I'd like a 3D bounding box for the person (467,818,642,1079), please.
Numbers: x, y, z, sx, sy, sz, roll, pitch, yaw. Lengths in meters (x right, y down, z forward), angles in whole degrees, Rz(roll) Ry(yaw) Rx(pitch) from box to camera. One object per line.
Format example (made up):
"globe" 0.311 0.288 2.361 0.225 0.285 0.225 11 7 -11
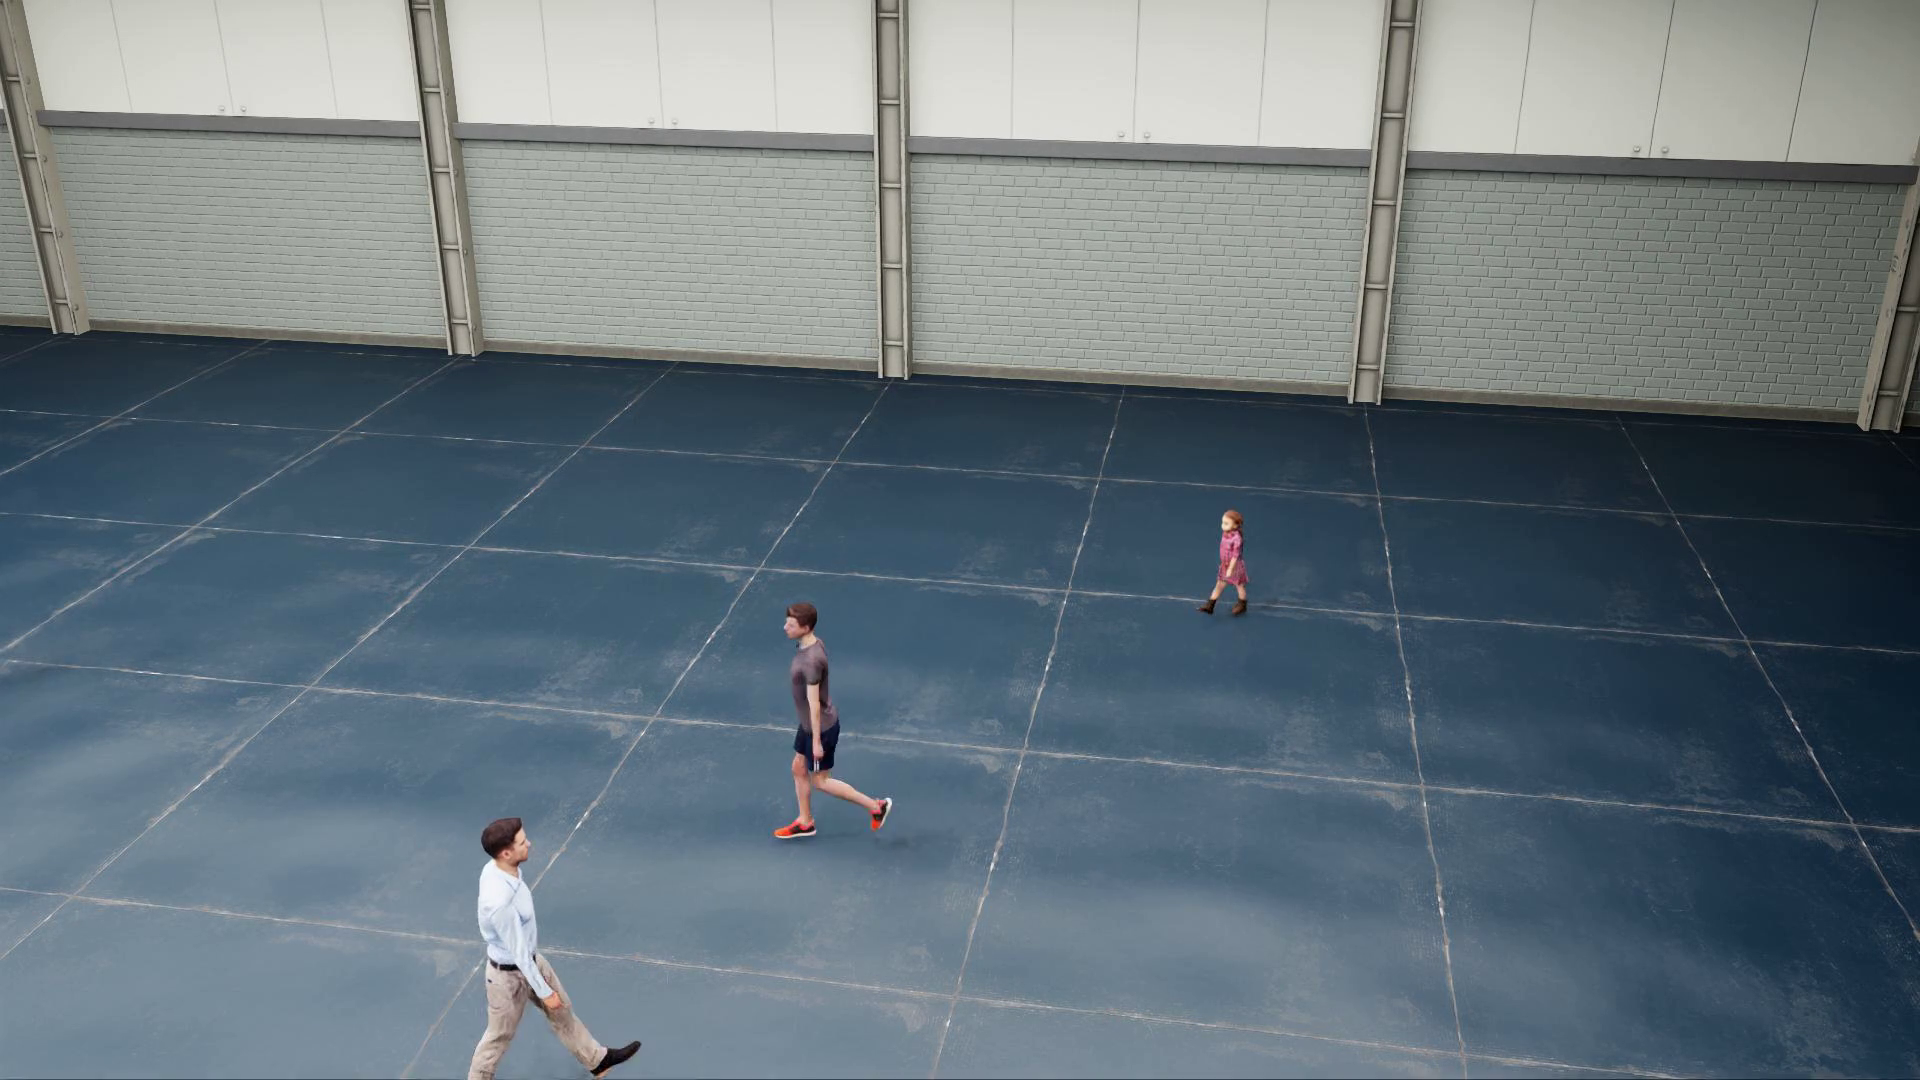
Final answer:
"person" -2.468 2.342 8.904 1.264 1.798 0.937 -4 23 -10

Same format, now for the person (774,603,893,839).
"person" -0.882 1.273 11.383 1.148 1.825 0.905 -2 23 -4

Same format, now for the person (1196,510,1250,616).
"person" 2.486 0.221 14.918 0.787 0.994 0.682 -12 26 -26
